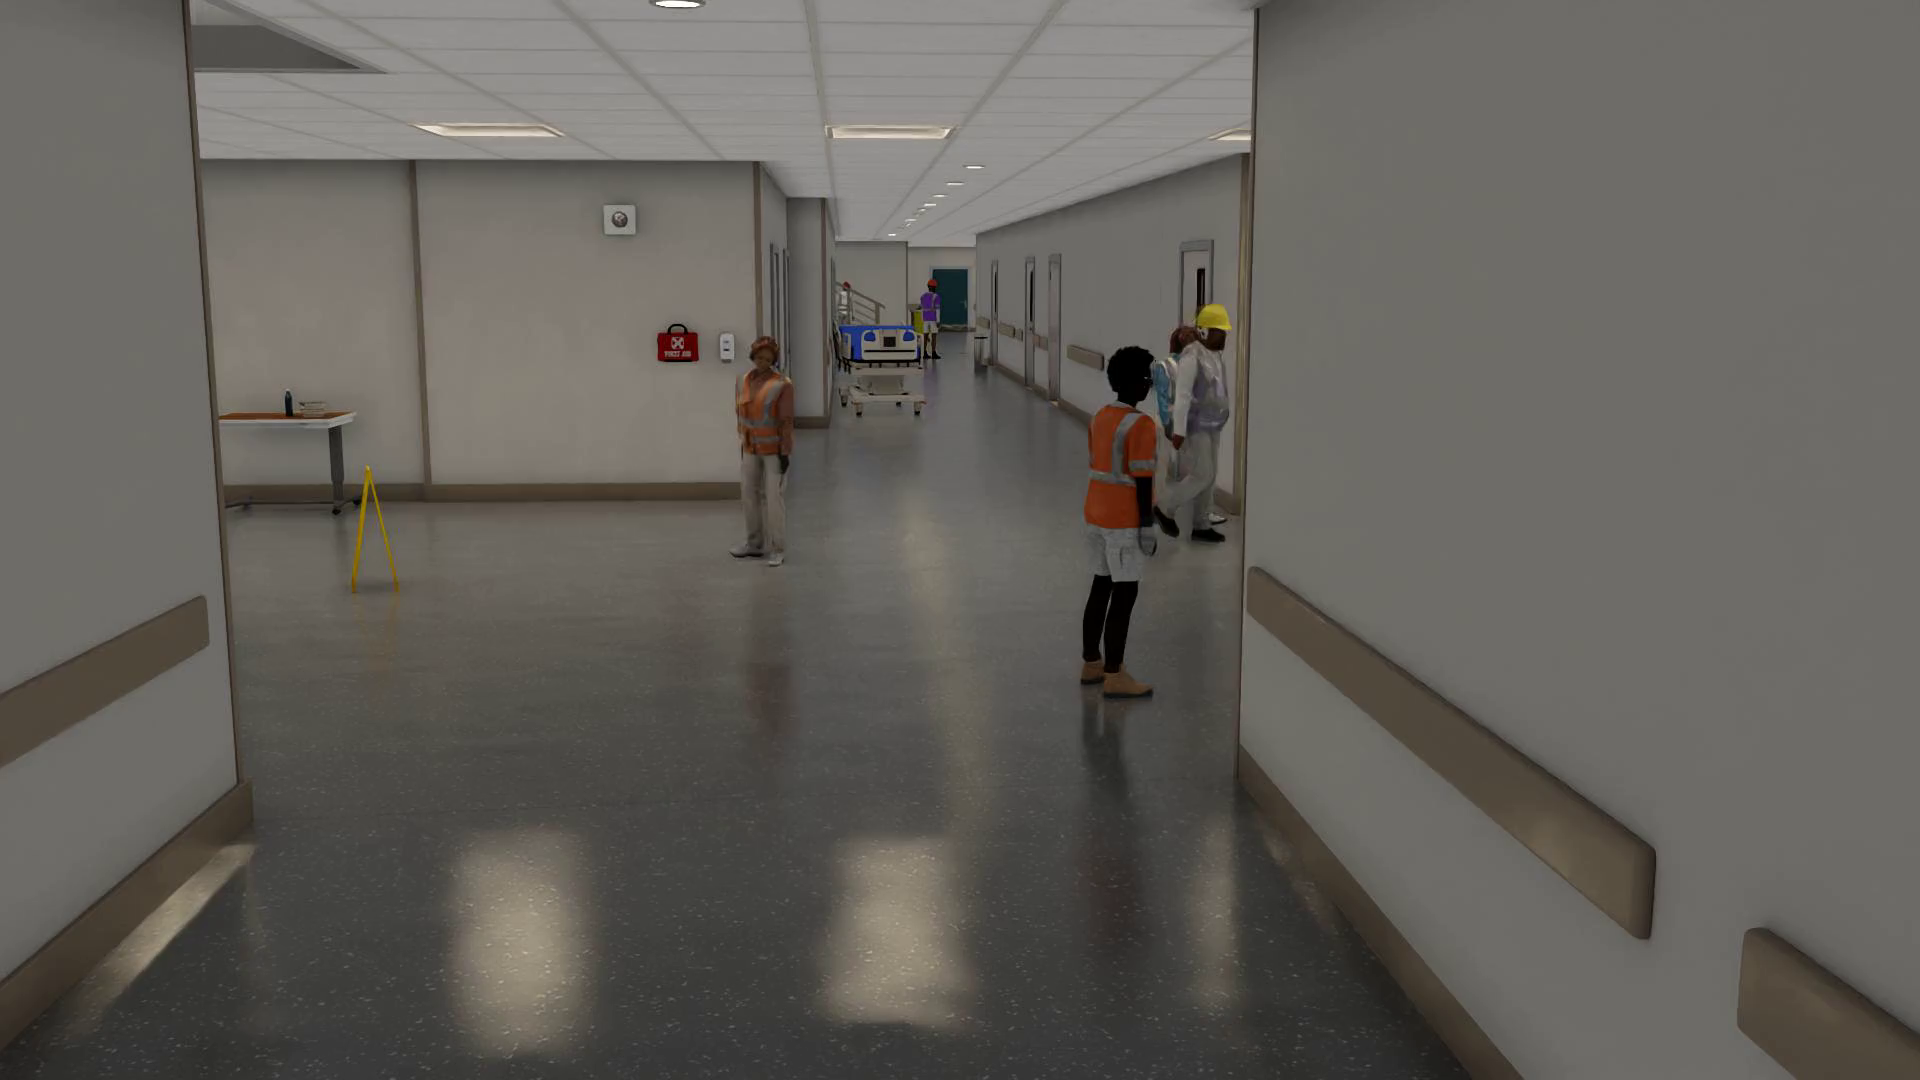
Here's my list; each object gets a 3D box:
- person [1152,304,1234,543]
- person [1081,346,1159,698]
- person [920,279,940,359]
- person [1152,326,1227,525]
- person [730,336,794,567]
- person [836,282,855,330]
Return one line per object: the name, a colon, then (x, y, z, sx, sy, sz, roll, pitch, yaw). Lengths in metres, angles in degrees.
person: (1.801, -0.869, 12.516, 0.515, 1.812, 0.618, 5, 10, 30)
person: (0.775, -0.094, 8.052, 0.319, 1.692, 0.564, -3, 10, -19)
person: (-0.695, -5.348, 40.301, 0.540, 1.929, 0.385, 6, 11, 33)
person: (1.804, -0.896, 13.347, 0.521, 1.609, 0.757, -5, 10, -30)
person: (-1.363, -0.615, 11.564, 0.598, 1.605, 0.409, 6, 11, 35)
person: (-3.348, -6.532, 48.024, 0.651, 1.842, 0.912, -3, 9, -16)
